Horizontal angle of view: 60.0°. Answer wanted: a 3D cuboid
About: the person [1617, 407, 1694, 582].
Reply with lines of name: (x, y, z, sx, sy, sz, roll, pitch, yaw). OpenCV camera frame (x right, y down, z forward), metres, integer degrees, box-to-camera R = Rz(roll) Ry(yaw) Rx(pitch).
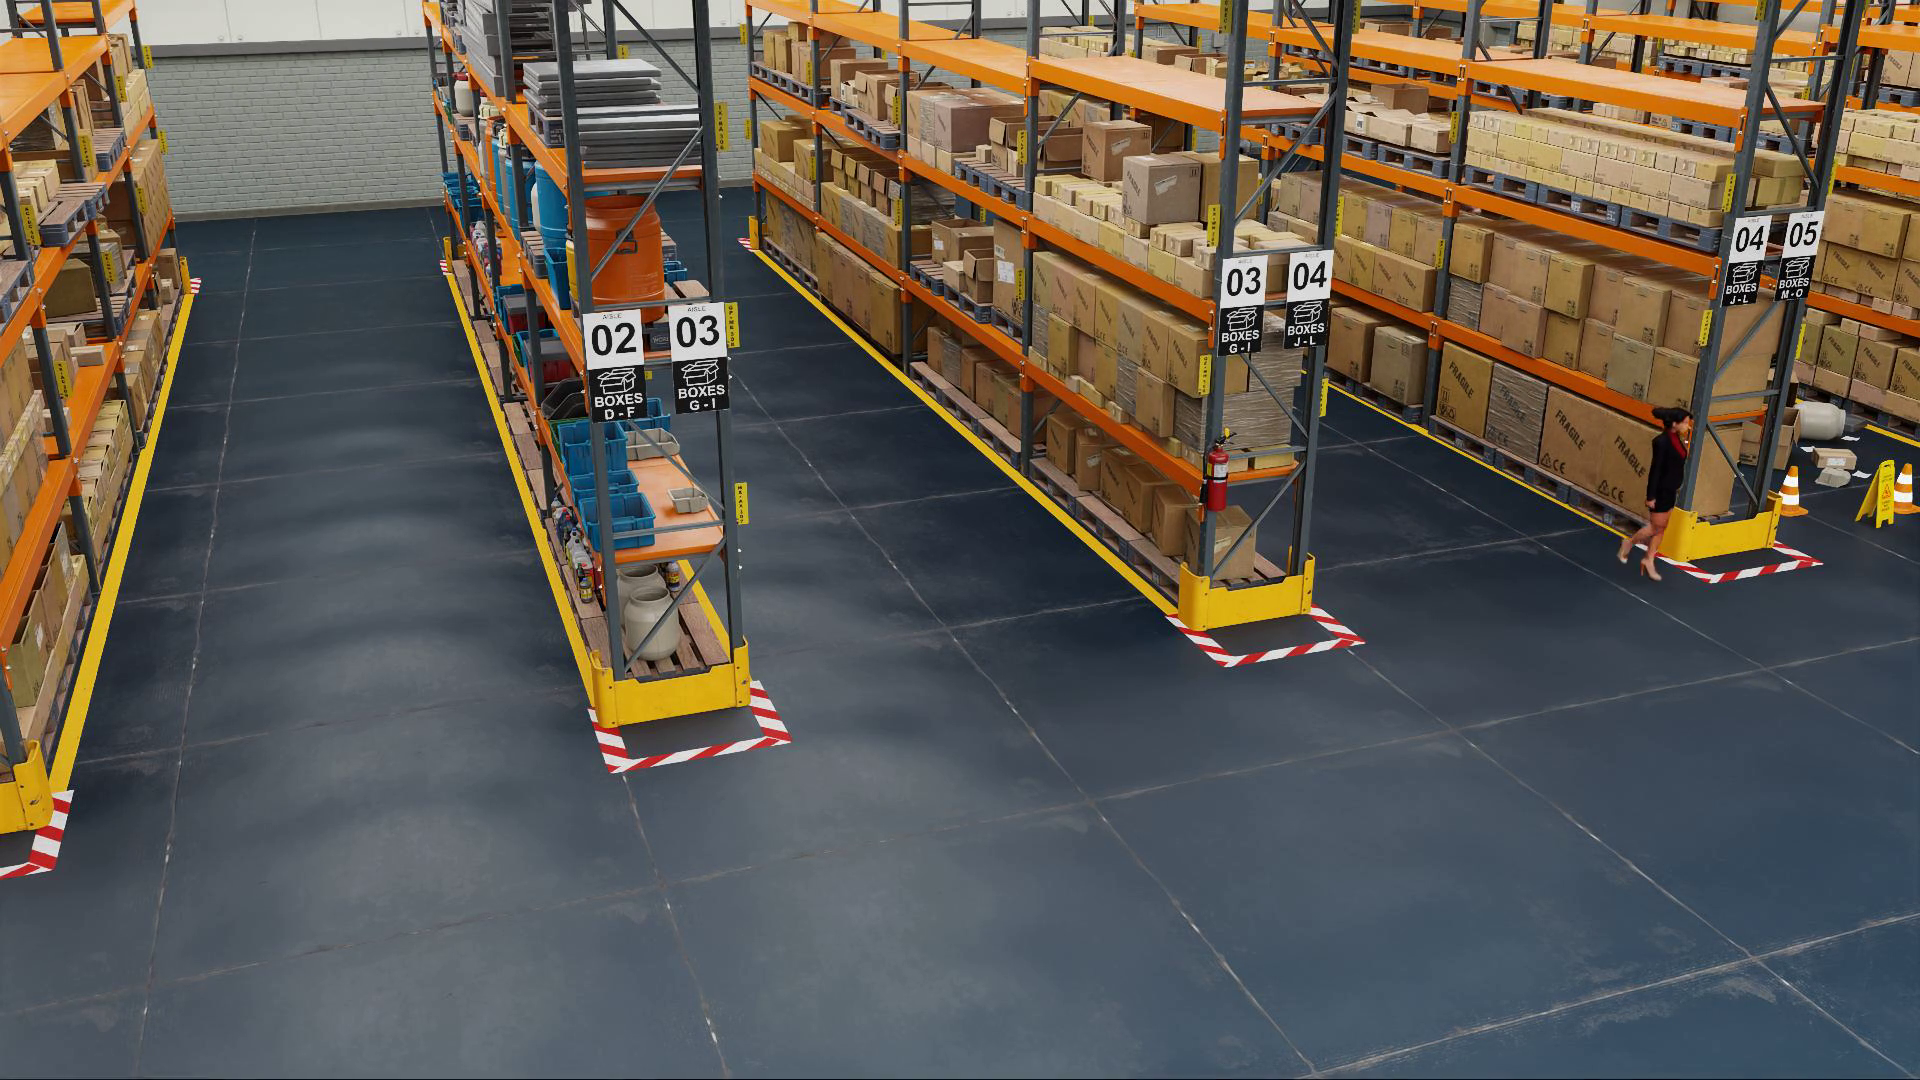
person: (6.207, -0.415, 14.915, 0.715, 1.625, 0.799, -19, 29, -39)
